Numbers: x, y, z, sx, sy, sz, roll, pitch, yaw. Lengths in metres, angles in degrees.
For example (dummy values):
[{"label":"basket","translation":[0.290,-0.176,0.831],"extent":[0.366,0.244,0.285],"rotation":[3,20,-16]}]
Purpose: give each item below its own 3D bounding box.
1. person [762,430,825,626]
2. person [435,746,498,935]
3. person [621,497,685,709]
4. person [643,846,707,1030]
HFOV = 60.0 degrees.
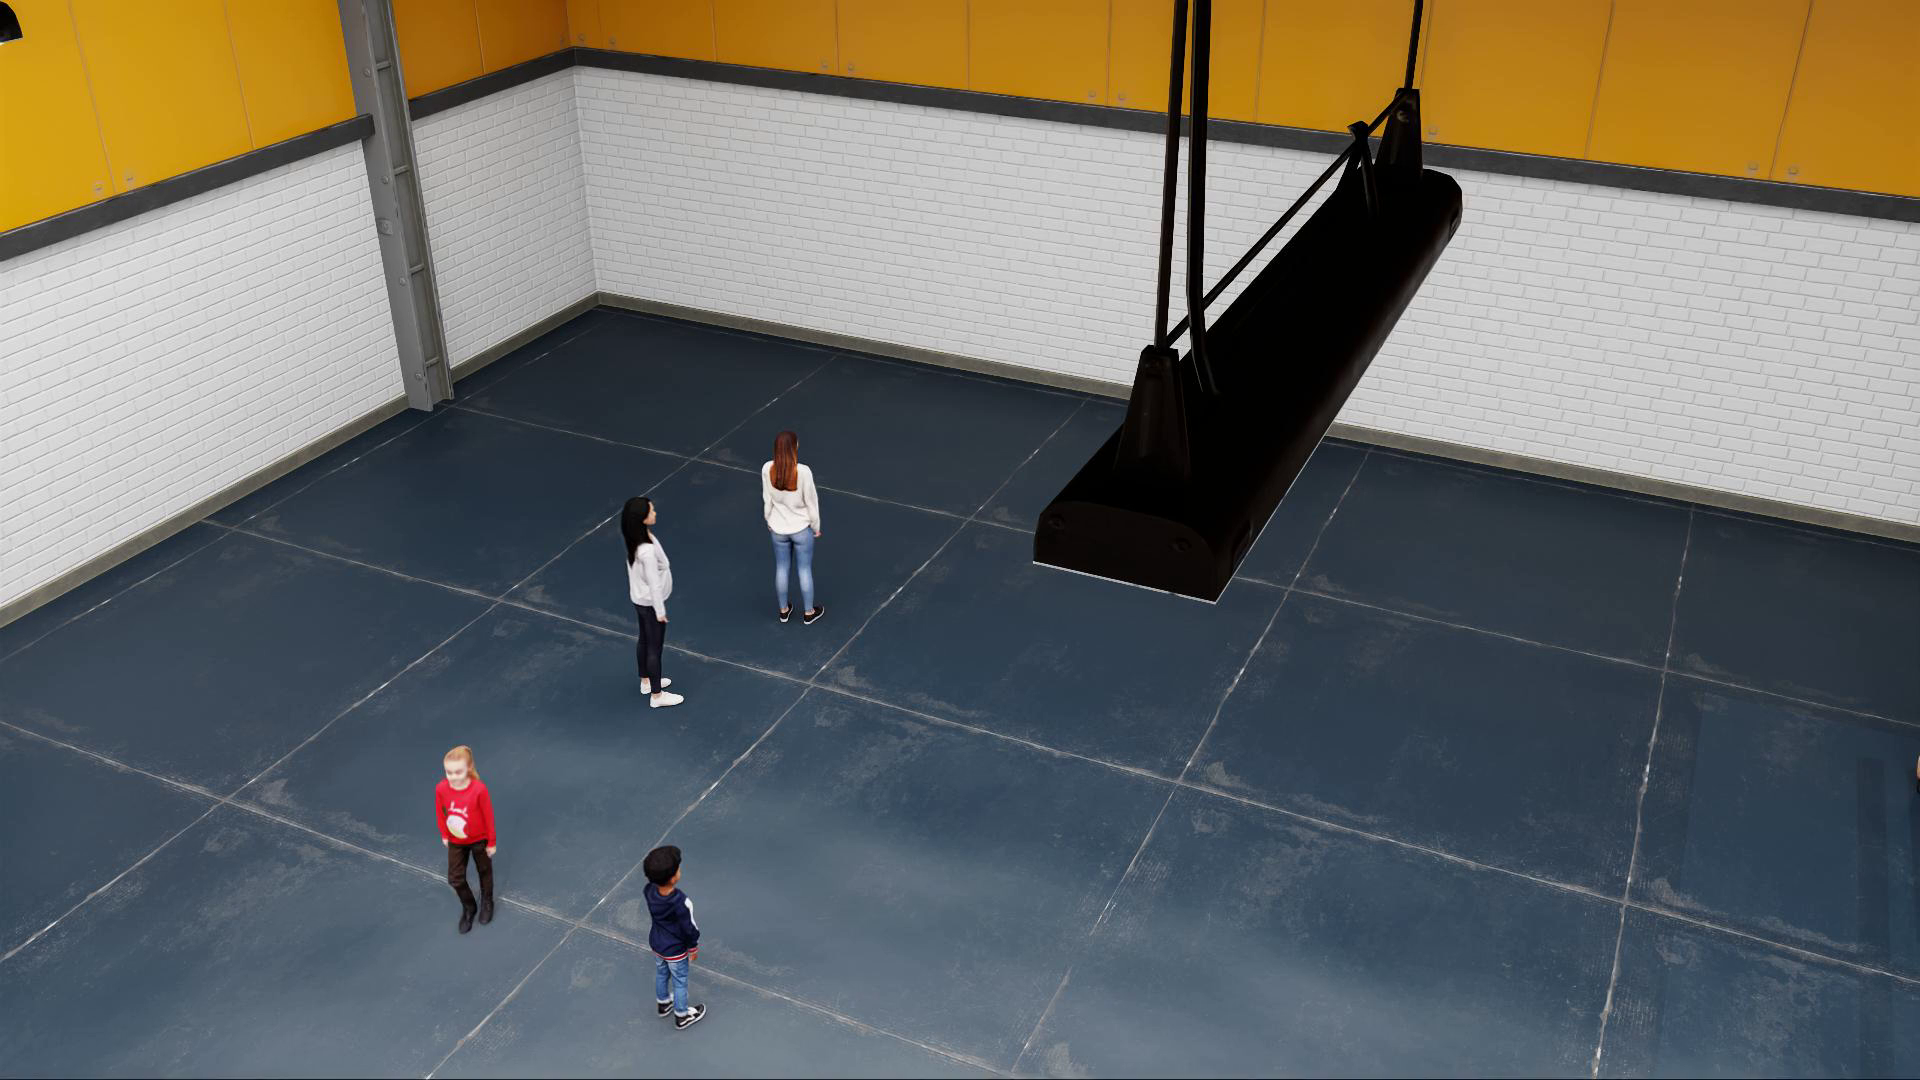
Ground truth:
[{"label":"person","translation":[-1.341,-0.103,13.321],"extent":[0.649,1.692,0.595],"rotation":[8,30,14]},{"label":"person","translation":[-3.022,1.794,10.279],"extent":[0.614,1.274,0.666],"rotation":[-2,29,-3]},{"label":"person","translation":[-2.307,0.439,12.319],"extent":[0.738,1.700,0.698],"rotation":[-13,31,-23]},{"label":"person","translation":[-1.657,2.258,9.485],"extent":[0.548,1.222,0.528],"rotation":[20,35,33]}]
